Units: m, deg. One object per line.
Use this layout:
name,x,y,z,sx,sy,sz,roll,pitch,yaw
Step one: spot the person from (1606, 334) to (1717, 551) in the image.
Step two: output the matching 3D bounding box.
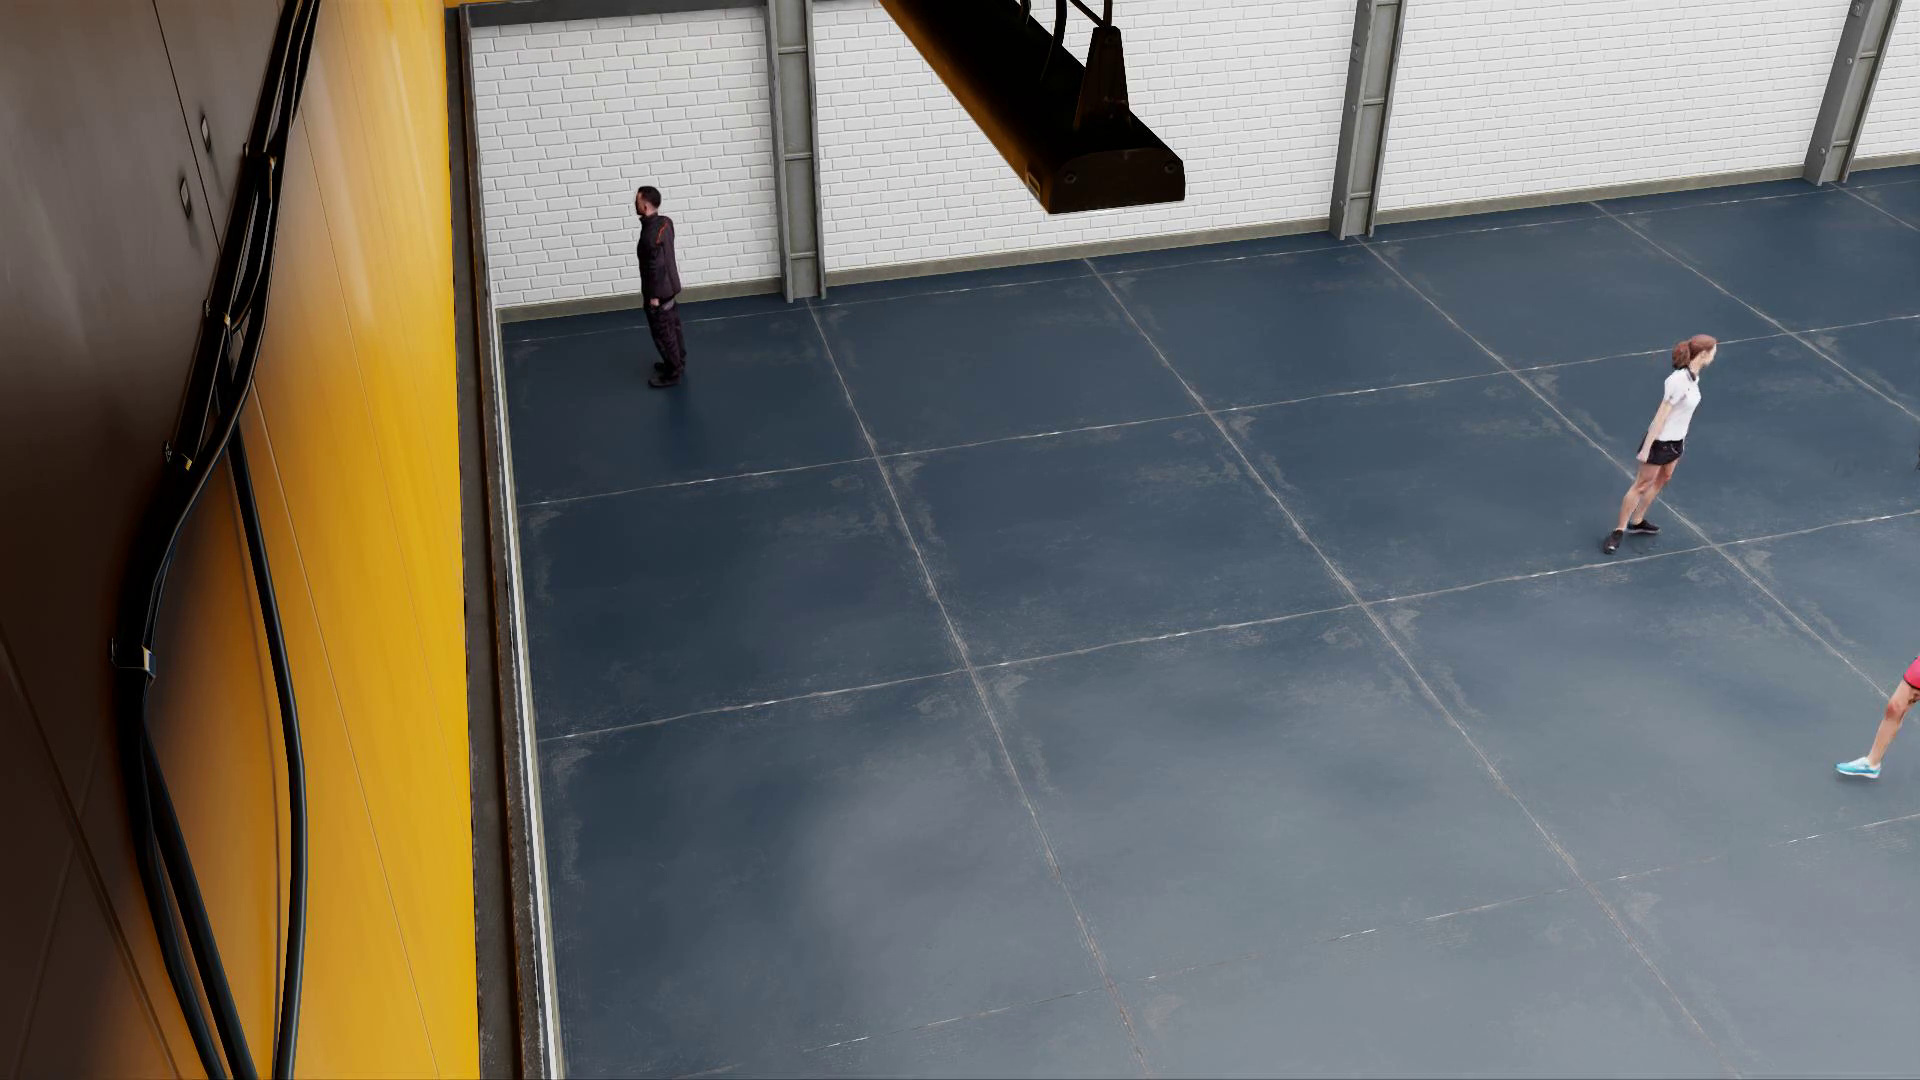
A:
person,5.245,-0.727,12.530,0.729,1.729,0.871,-23,40,-30

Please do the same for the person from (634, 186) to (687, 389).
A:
person,-2.648,-2.255,14.713,0.740,1.857,0.793,2,34,4
